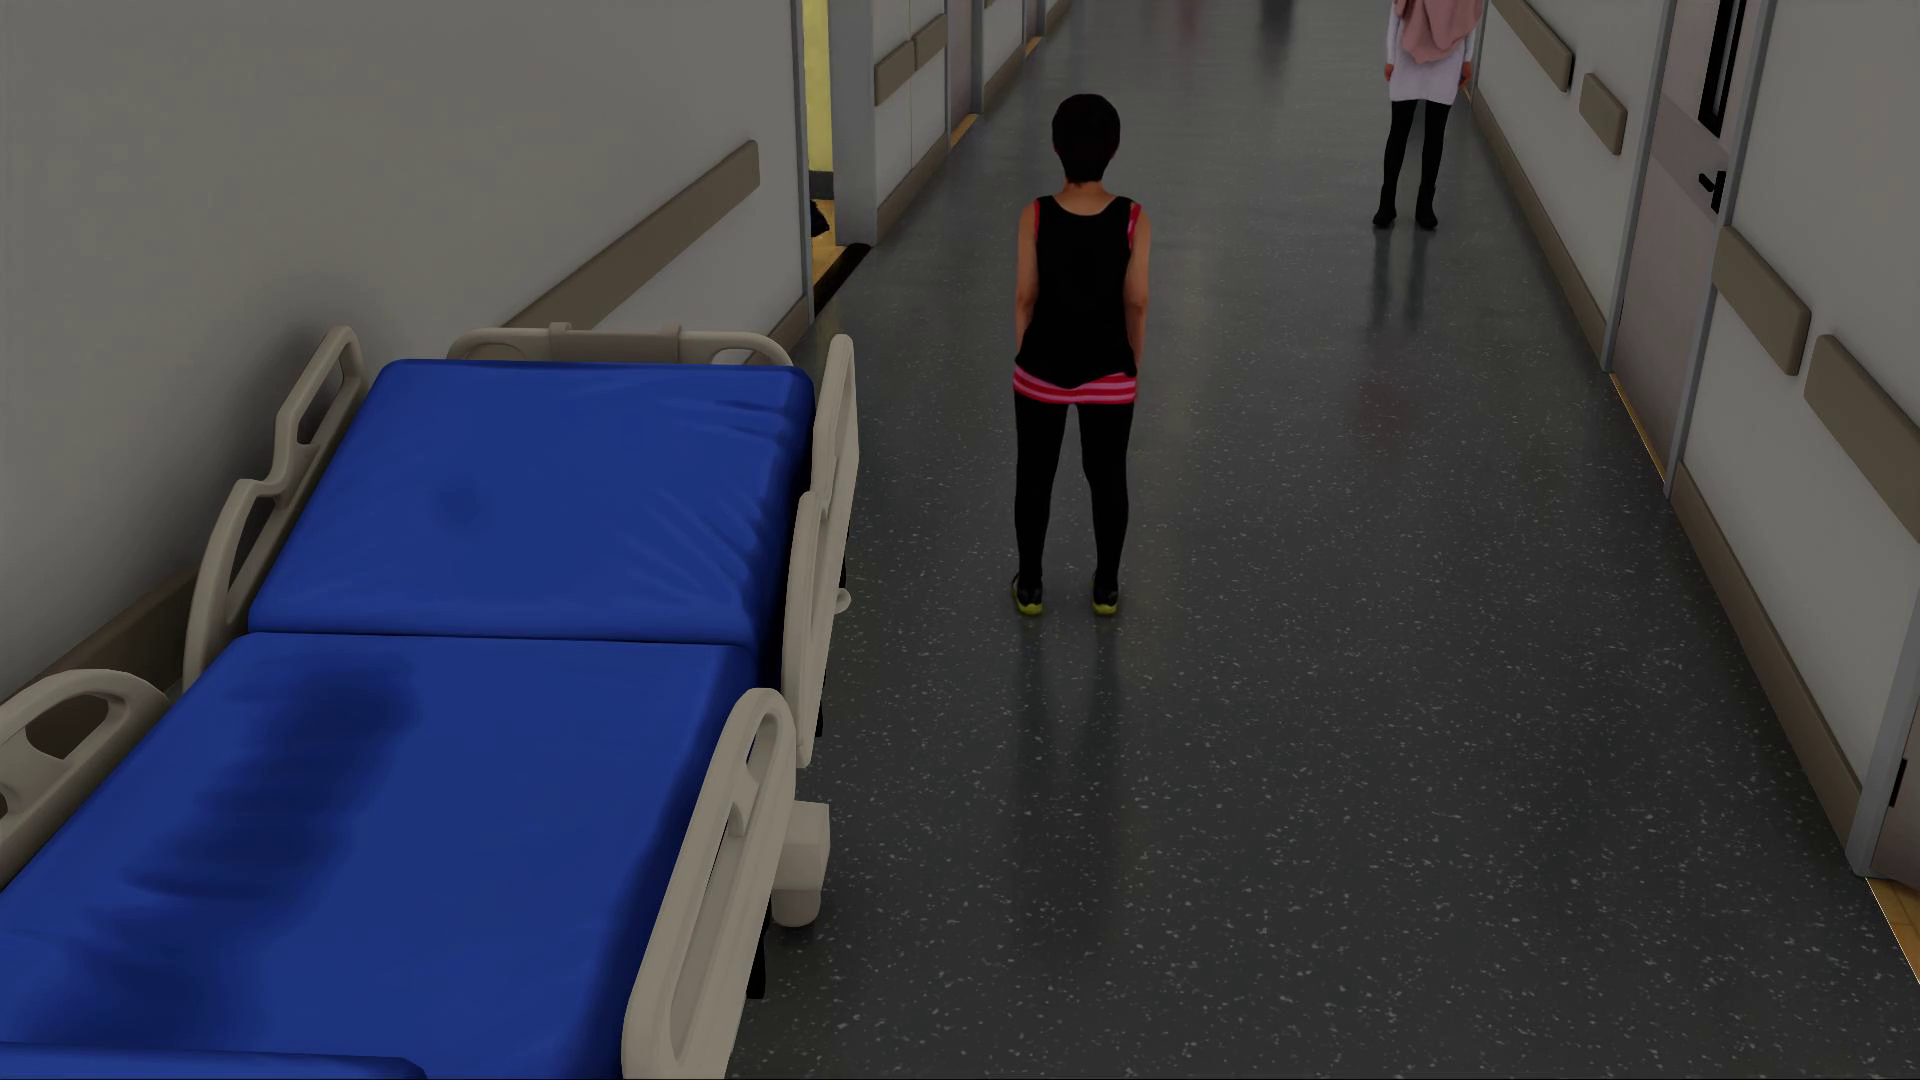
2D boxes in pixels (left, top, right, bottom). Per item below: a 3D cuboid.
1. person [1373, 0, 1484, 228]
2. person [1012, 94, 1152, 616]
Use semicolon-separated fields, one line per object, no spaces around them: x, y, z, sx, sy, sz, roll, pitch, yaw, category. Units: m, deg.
2.482;-2.567;8.808;0.510;1.803;0.678;5;26;10;person
0.341;-0.508;4.826;0.474;1.552;0.612;1;26;2;person
